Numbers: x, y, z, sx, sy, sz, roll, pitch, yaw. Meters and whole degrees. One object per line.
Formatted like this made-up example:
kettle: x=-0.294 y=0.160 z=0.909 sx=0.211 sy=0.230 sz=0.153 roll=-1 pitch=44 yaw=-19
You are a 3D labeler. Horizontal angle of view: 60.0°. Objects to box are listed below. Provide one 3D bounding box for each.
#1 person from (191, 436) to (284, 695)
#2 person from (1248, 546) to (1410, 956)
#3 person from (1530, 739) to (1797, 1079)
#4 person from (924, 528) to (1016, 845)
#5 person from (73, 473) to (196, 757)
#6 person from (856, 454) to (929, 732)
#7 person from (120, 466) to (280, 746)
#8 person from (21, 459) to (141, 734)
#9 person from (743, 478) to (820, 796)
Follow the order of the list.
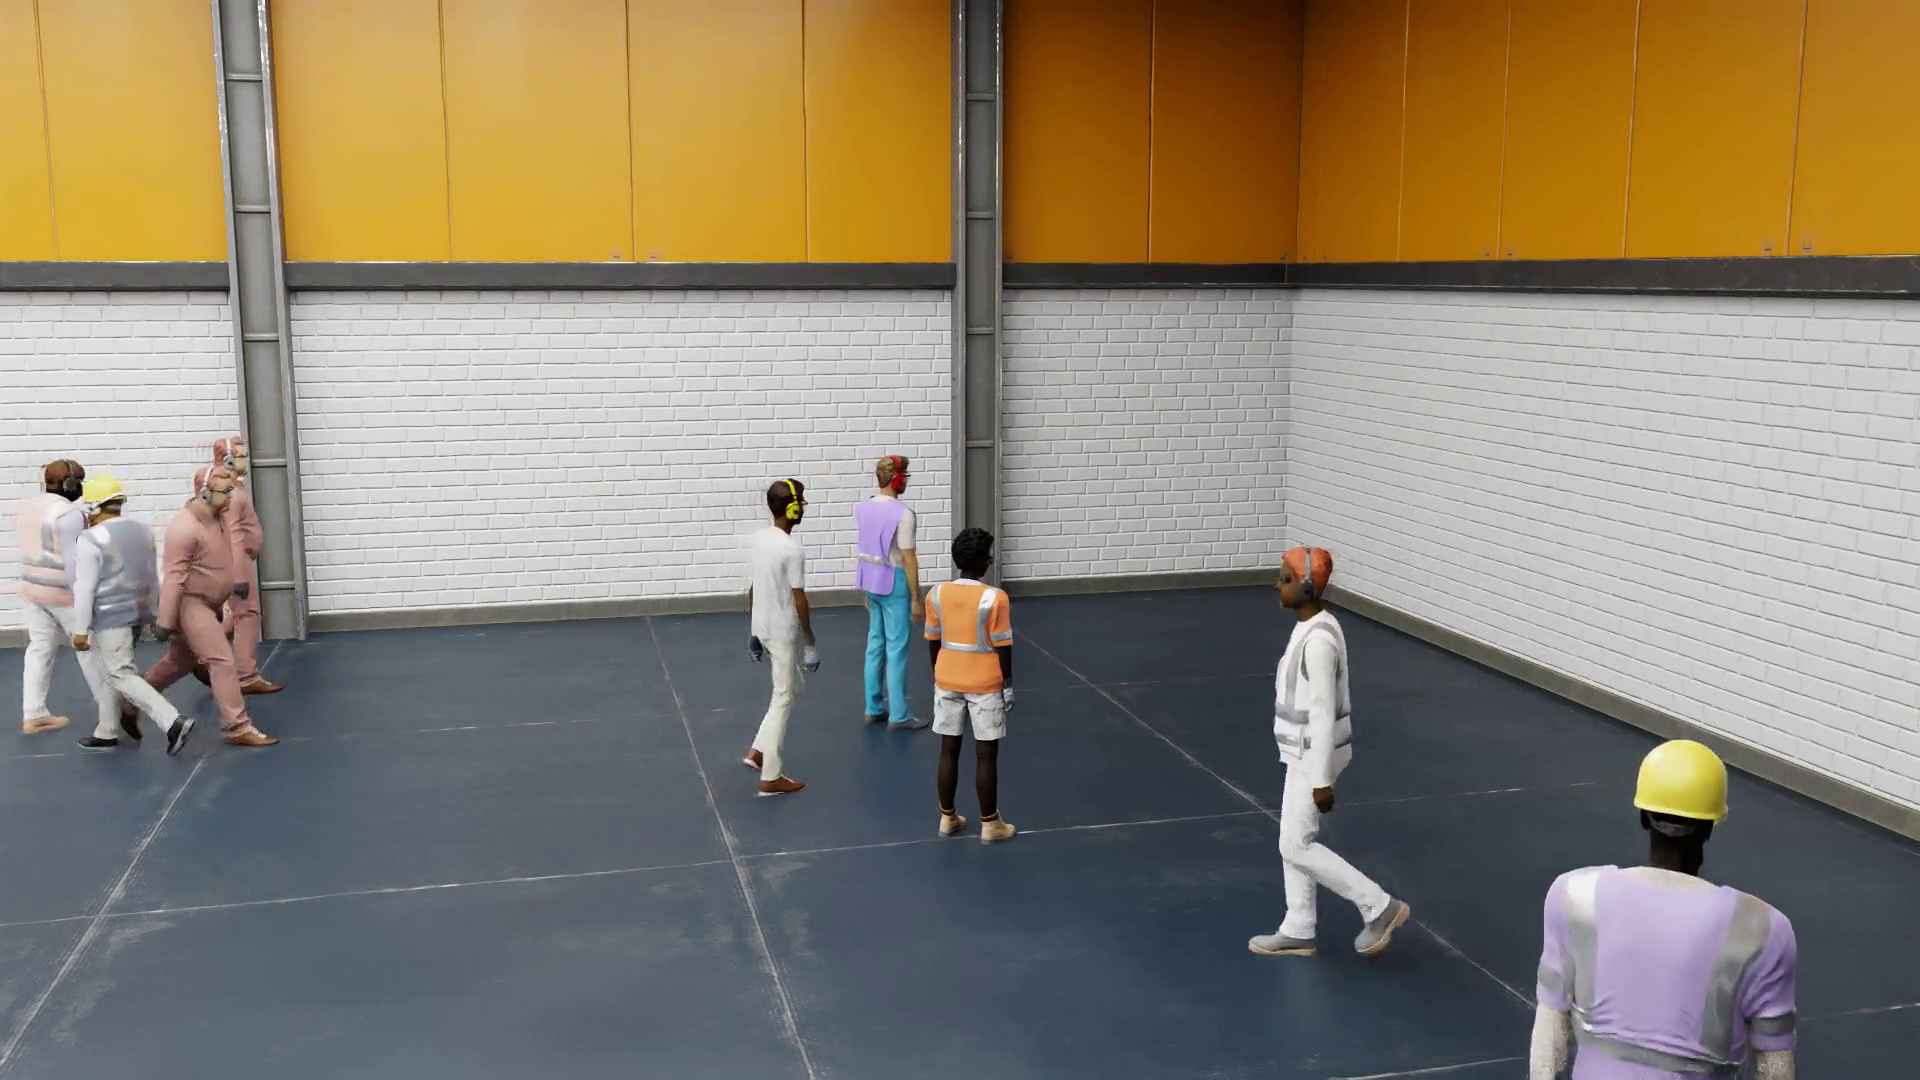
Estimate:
person: x=-5.233 y=0.196 z=11.893 sx=0.549 sy=1.886 sz=0.661 roll=-6 pitch=11 yaw=-31
person: x=1.613 y=0.953 z=7.248 sx=0.581 sy=1.869 sz=0.586 roll=2 pitch=9 yaw=10
person: x=1.744 y=1.438 z=4.182 sx=0.603 sy=1.885 sz=0.980 roll=6 pitch=11 yaw=34
person: x=0.061 y=0.775 z=8.881 sx=0.529 sy=1.694 sz=0.321 roll=6 pitch=11 yaw=31
person: x=-5.208 y=0.479 z=10.418 sx=0.845 sy=1.796 sz=0.594 roll=2 pitch=9 yaw=9
person: x=-0.478 y=0.354 z=11.039 sx=0.377 sy=1.842 sz=0.569 roll=-7 pitch=12 yaw=-38
person: x=-4.967 y=0.429 z=10.633 sx=1.026 sy=1.844 sz=0.664 roll=-1 pitch=9 yaw=-7
person: x=-5.943 y=0.362 z=11.139 sx=0.656 sy=1.796 sz=0.849 roll=7 pitch=11 yaw=36
person: x=-1.035 y=0.566 z=9.682 sx=0.442 sy=1.858 sz=0.499 roll=-6 pitch=11 yaw=-31
